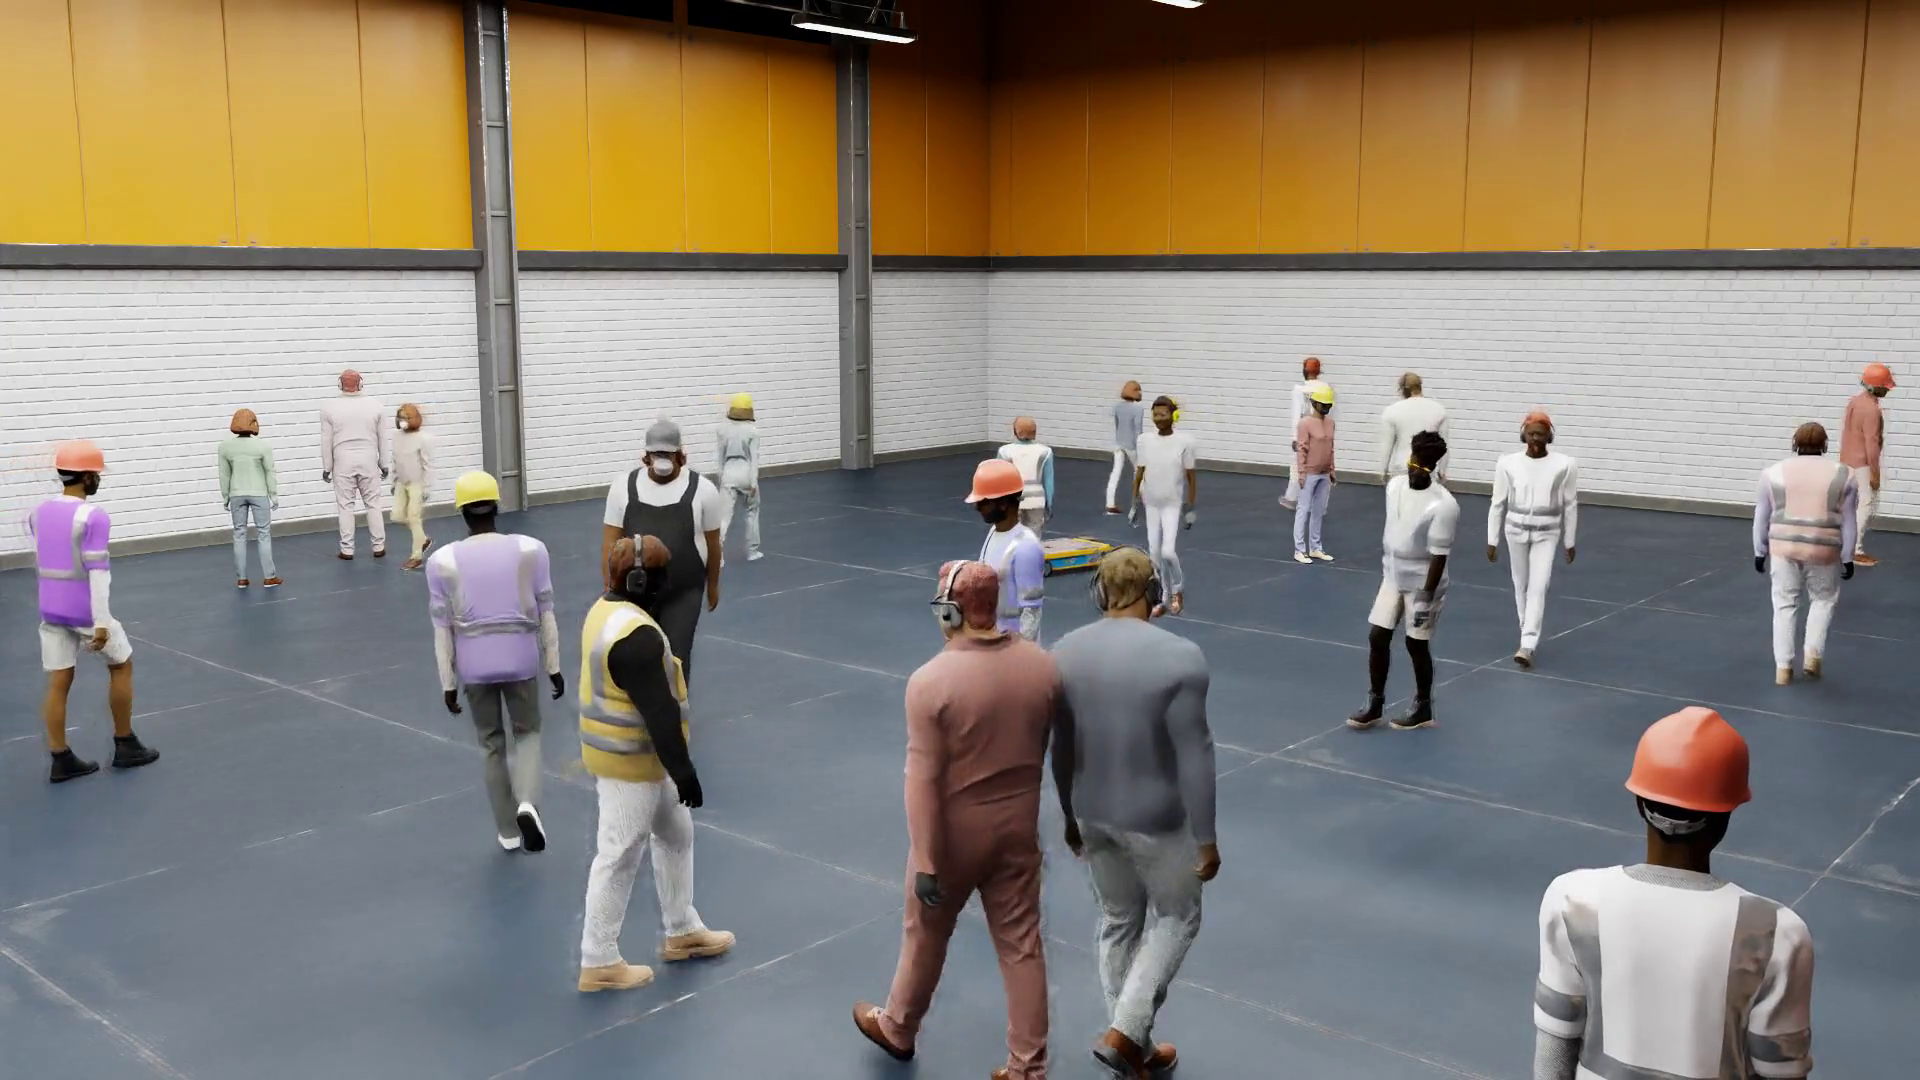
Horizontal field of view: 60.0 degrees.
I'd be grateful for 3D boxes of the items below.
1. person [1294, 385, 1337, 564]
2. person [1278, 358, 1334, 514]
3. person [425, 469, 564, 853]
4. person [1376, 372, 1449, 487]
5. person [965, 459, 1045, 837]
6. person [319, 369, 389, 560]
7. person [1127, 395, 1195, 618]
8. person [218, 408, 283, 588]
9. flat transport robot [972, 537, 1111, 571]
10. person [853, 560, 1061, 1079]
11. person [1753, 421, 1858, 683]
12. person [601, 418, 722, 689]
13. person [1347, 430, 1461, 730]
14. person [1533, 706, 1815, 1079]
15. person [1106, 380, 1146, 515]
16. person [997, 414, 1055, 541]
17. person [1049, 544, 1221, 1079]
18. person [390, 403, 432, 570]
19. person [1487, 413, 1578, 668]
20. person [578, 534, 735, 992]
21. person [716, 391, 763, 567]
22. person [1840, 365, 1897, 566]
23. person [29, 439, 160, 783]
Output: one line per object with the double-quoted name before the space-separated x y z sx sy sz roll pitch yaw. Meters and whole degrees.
"person" 3.530 -0.649 16.422 0.523 1.760 0.329 -7 11 -37
"person" 4.157 -1.261 19.982 0.610 1.843 0.903 -3 10 -20
"person" -2.232 0.614 8.027 0.623 1.899 0.580 -3 9 -17
"person" 4.402 -0.675 16.149 0.698 1.901 0.577 0 9 -2
"person" 0.212 0.553 8.337 0.374 1.929 0.542 -3 10 -19
"person" -6.050 -0.757 16.631 0.652 1.906 0.402 -5 10 -28
"person" 1.657 -0.266 13.729 0.514 1.855 0.393 5 10 28
"person" -6.448 -0.378 15.103 0.498 1.634 0.281 -1 9 -4
"flat transport robot" 0.871 0.156 16.015 1.431 0.197 0.652 -7 11 -36
"person" -0.008 0.988 5.796 0.654 1.873 0.900 -6 11 -34
"person" 5.870 0.088 11.576 0.656 1.823 0.503 5 11 31
"person" -1.818 0.207 10.159 0.693 2.000 1.056 1 9 3
"person" 2.735 0.265 10.180 0.663 1.912 0.693 -5 10 -30
"person" 1.504 1.308 3.560 0.543 1.940 0.361 6 11 31
"person" 2.050 -1.102 19.771 0.842 1.579 0.519 -7 11 -36
"person" 0.569 -0.301 14.664 0.532 1.622 0.649 0 9 1
"person" 0.578 0.982 5.727 0.708 1.900 0.512 7 11 37
"person" -5.276 -0.525 16.051 0.525 1.614 0.391 5 10 27
"person" 4.180 -0.012 12.188 0.597 1.827 1.012 5 10 26
"person" -1.199 0.882 6.647 0.792 1.816 0.641 -3 9 -17
"person" -2.186 -0.601 16.278 0.484 1.707 0.823 2 9 13
"person" 8.854 -0.727 16.310 0.407 1.958 0.666 1 9 6
"person" -4.938 0.387 9.436 0.557 1.908 0.732 2 9 15
